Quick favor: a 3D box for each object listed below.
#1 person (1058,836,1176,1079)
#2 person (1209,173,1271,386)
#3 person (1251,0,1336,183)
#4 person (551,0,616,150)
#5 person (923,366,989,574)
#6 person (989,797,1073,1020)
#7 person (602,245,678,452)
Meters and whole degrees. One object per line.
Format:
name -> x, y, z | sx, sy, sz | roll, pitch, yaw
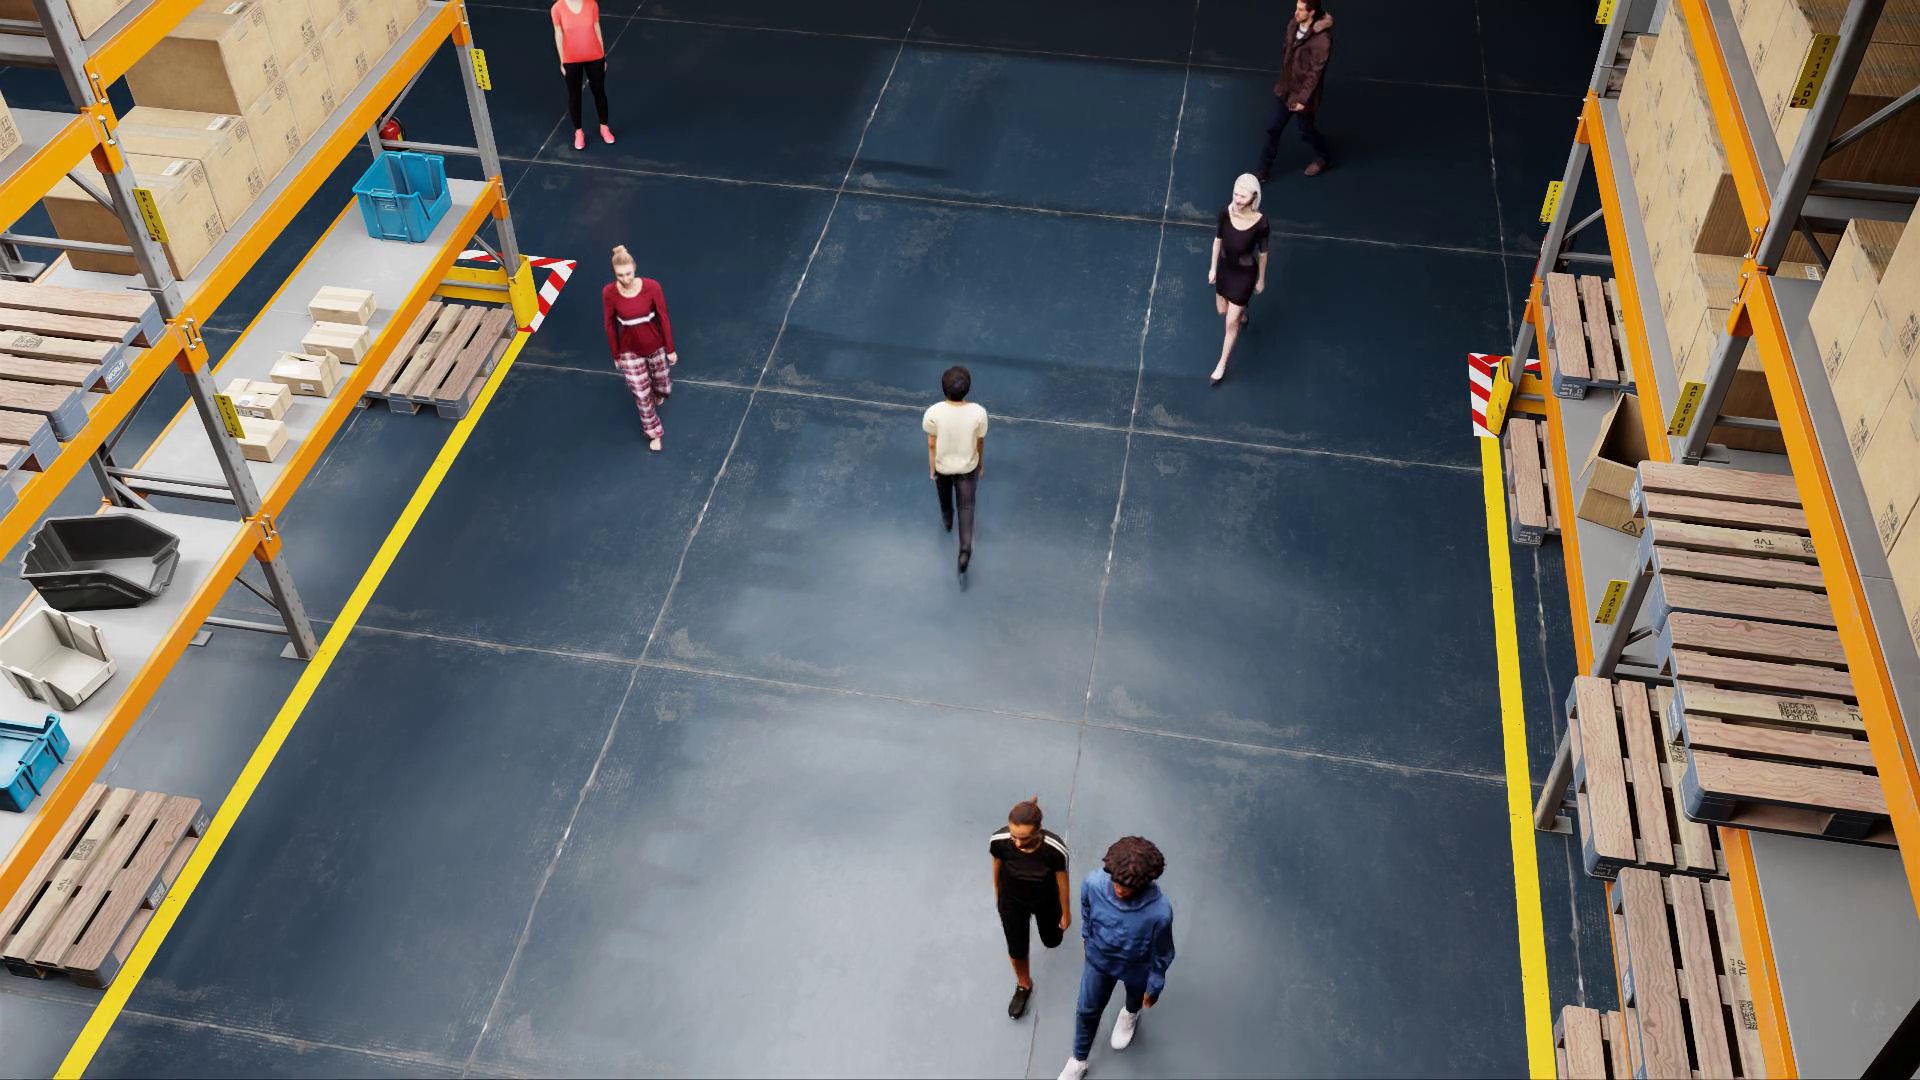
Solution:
person -> 0.882, 2.063, 8.567 | 0.869, 1.787, 1.048 | 19, 47, 18
person -> 2.193, -2.084, 12.907 | 0.866, 1.805, 1.121 | 23, 48, 23
person -> 3.132, -4.041, 14.959 | 1.241, 1.808, 1.217 | -23, 48, -22
person -> -3.521, -4.487, 15.510 | 0.677, 1.695, 0.689 | -13, 45, -14
person -> -0.021, -0.461, 11.384 | 0.725, 1.556, 1.057 | 0, 44, 0
person -> 0.413, 1.852, 8.887 | 0.680, 1.651, 0.948 | 8, 44, 8
person -> -2.355, -1.459, 12.341 | 0.813, 1.681, 0.924 | -9, 44, -9
